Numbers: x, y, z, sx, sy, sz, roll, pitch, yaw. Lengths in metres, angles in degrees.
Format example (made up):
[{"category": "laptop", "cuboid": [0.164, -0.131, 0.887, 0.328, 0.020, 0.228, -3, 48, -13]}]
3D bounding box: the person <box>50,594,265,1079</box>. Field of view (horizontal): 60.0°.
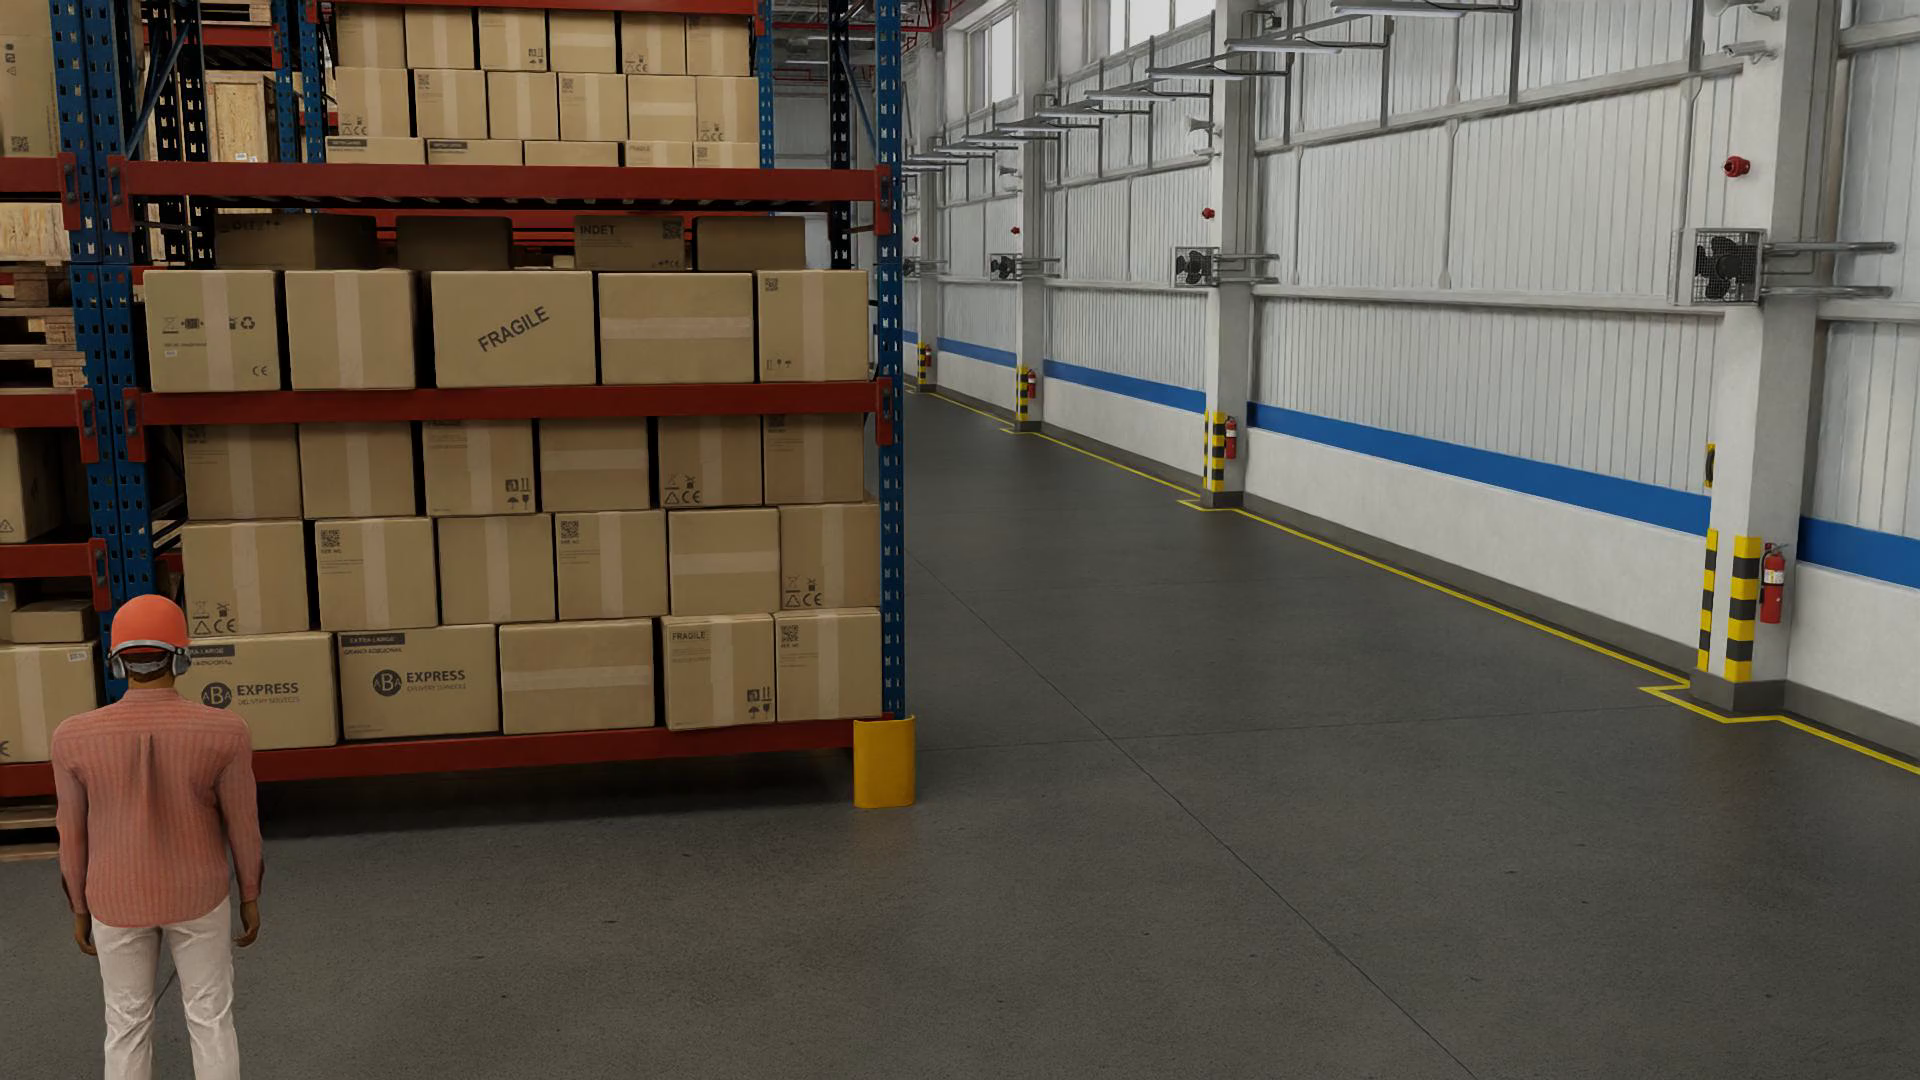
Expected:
[{"category": "person", "cuboid": [-2.602, 1.162, 5.459, 0.608, 1.987, 0.409, -3, 10, -18]}]
